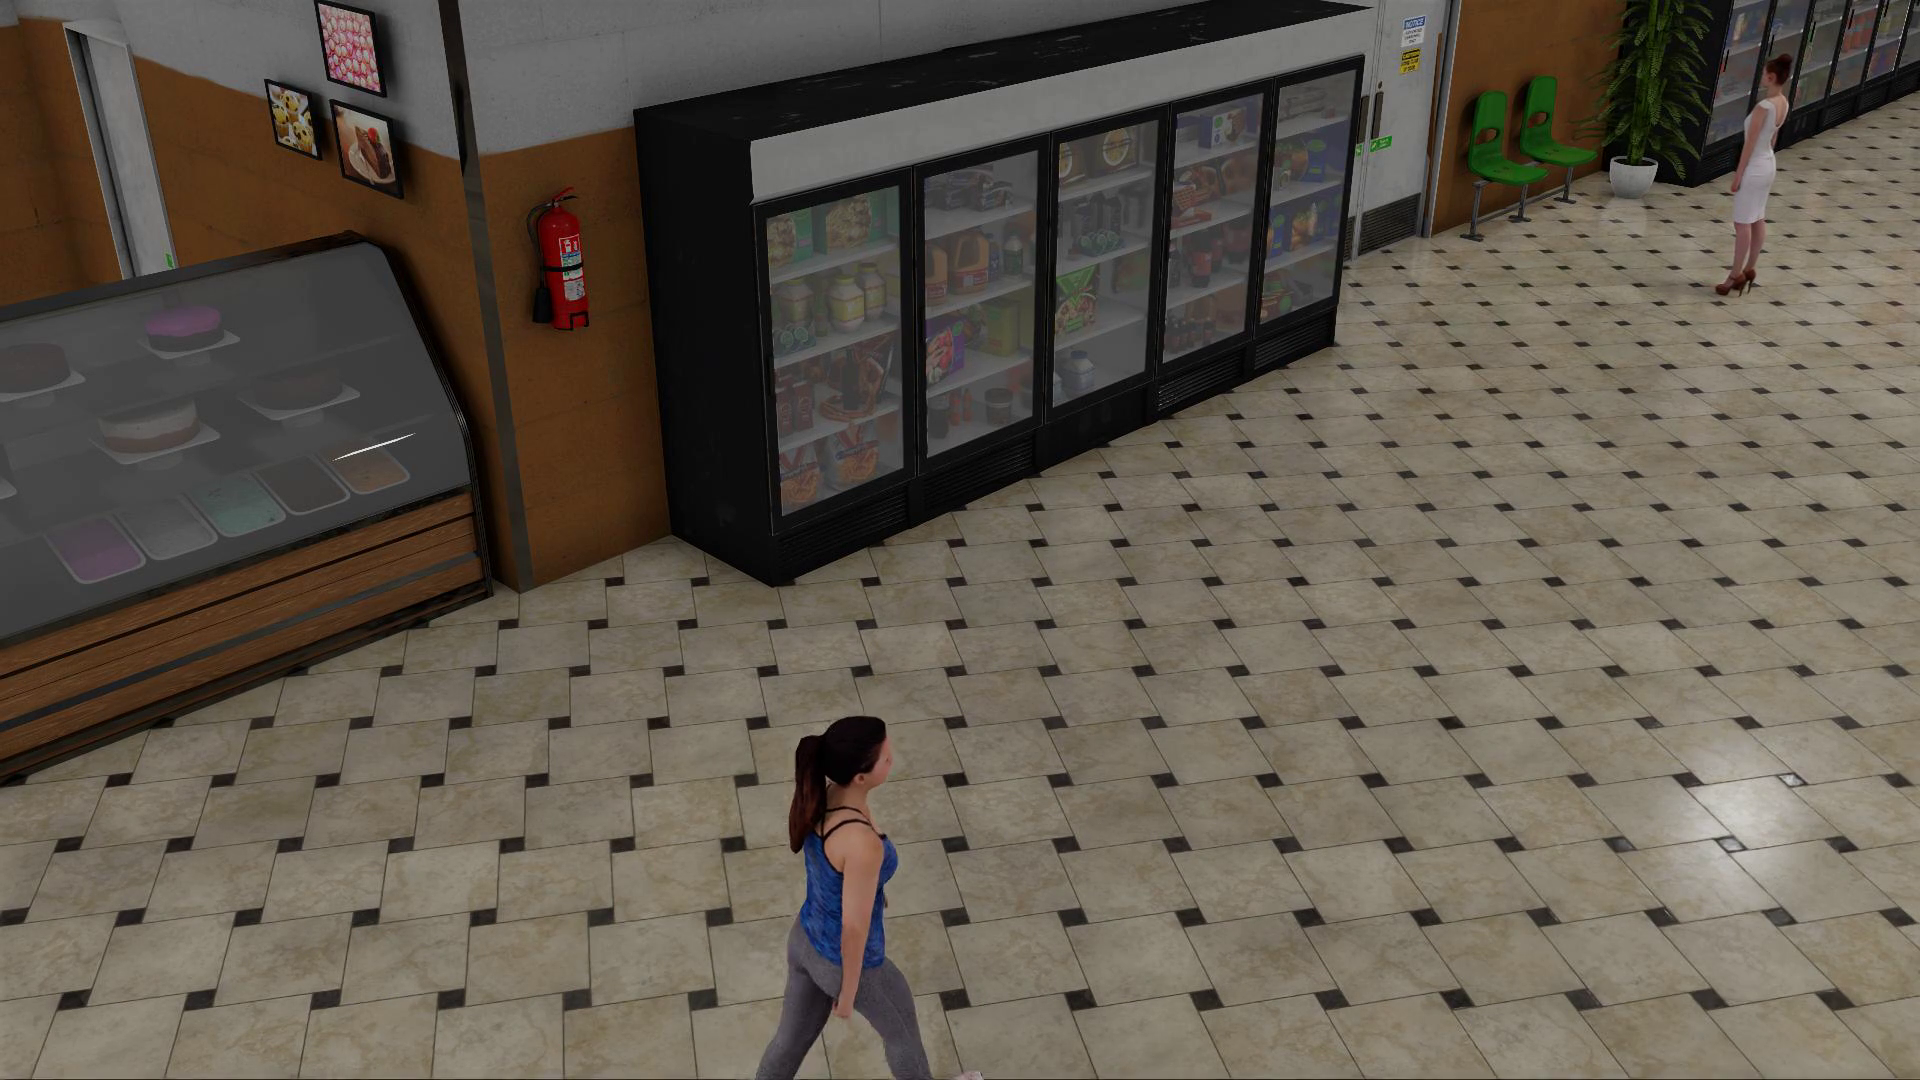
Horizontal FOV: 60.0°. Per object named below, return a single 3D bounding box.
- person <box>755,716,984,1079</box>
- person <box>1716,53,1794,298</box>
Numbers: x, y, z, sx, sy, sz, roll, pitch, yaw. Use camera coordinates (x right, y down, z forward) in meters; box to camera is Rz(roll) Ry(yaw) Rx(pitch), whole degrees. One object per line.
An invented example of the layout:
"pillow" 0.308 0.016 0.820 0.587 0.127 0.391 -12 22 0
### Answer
"person" -0.421 1.230 4.865 0.786 1.572 1.026 -16 31 -28
"person" 5.931 -2.705 12.377 0.572 1.796 0.508 -21 33 -35
